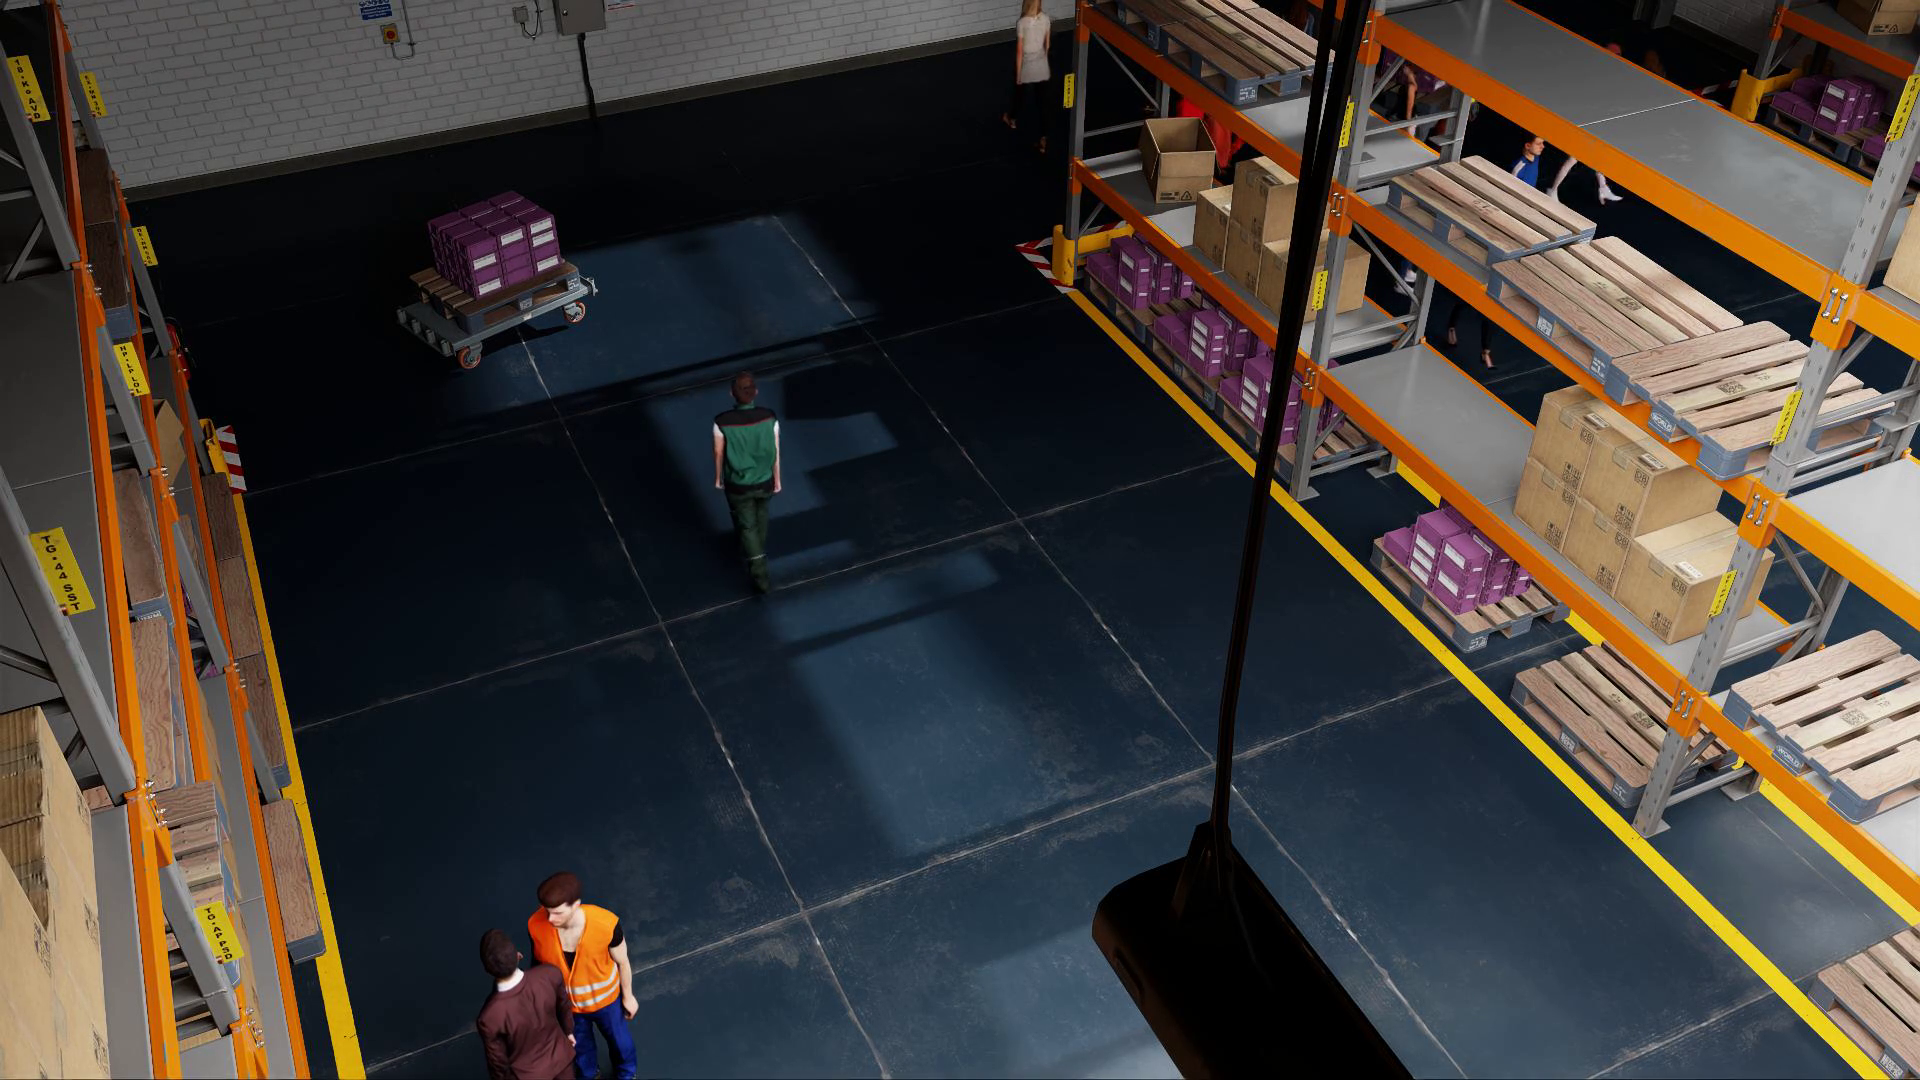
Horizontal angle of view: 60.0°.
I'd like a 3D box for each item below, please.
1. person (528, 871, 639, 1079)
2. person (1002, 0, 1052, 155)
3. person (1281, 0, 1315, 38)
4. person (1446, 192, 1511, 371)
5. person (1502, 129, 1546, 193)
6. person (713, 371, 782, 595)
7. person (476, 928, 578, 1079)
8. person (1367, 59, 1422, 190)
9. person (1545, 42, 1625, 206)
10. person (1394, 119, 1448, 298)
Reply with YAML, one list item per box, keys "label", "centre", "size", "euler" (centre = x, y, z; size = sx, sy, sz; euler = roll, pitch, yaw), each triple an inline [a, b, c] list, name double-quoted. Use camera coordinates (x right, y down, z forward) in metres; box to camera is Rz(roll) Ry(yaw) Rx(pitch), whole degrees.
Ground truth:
- label: "person"
  centre: [-1.973, 2.377, 8.800]
  size: [0.789, 1.880, 0.794]
  euler: [1, 39, 2]
- label: "person"
  centre: [0.847, -5.116, 18.263]
  size: [0.619, 1.778, 1.131]
  euler: [-16, 41, -19]
- label: "person"
  centre: [3.811, -5.593, 19.104]
  size: [0.624, 1.475, 0.586]
  euler: [-5, 39, -6]
- label: "person"
  centre: [4.659, -2.402, 14.963]
  size: [0.793, 1.657, 1.068]
  euler: [-8, 39, -10]
- label: "person"
  centre: [5.168, -3.020, 15.571]
  size: [0.770, 1.865, 0.752]
  euler: [20, 43, 24]
- label: "person"
  centre: [-1.555, -0.406, 12.341]
  size: [0.765, 1.810, 1.144]
  euler: [-11, 40, -14]
- label: "person"
  centre: [-2.167, 2.642, 8.481]
  size: [0.763, 1.863, 0.770]
  euler: [27, 46, 29]
- label: "person"
  centre: [4.756, -4.355, 17.512]
  size: [0.983, 1.528, 0.890]
  euler: [16, 41, 19]
- label: "person"
  centre: [6.374, -4.227, 17.138]
  size: [1.067, 1.793, 1.045]
  euler: [10, 40, 12]
- label: "person"
  centre: [4.440, -3.168, 15.822]
  size: [0.694, 1.782, 0.666]
  euler: [21, 43, 24]
